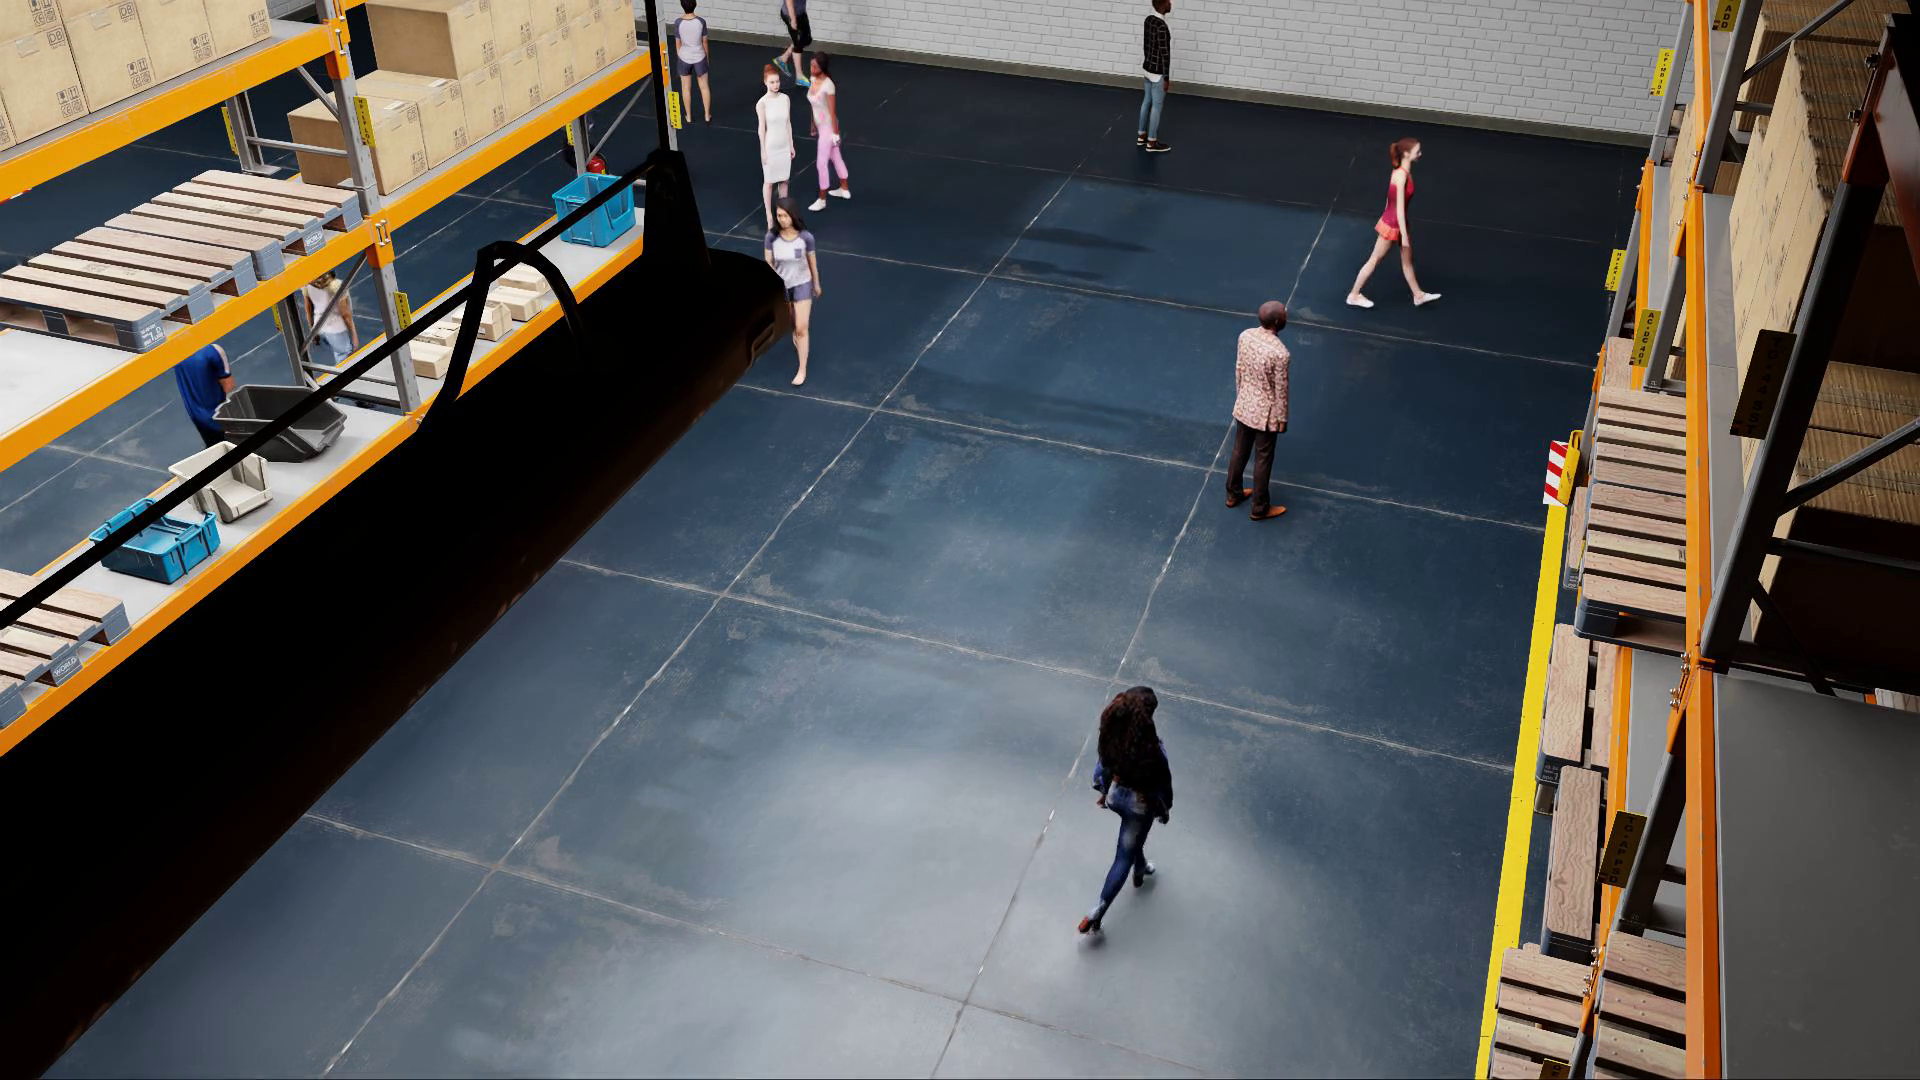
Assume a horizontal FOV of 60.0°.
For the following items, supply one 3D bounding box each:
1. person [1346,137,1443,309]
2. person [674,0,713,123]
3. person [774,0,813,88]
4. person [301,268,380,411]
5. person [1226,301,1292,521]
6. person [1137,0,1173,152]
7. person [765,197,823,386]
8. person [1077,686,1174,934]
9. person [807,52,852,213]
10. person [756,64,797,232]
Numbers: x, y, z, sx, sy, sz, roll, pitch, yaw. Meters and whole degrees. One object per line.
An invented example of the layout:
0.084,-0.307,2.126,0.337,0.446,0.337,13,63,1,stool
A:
4.053,-2.998,15.901,0.676,1.711,1.056,9,35,13,person
-3.291,-5.936,20.454,0.657,1.563,0.683,-7,34,-10,person
-2.194,-6.765,21.440,0.789,1.852,0.794,5,34,8,person
-5.275,-1.668,13.908,0.662,1.701,1.055,13,36,19,person
2.309,-1.008,12.818,0.792,1.808,0.774,-22,39,-29,person
2.295,-5.517,19.590,0.799,1.821,0.722,-12,35,-17,person
-1.480,-2.309,14.906,0.832,1.664,1.171,1,34,2,person
0.913,1.511,9.230,0.851,1.585,1.108,25,41,32,person
-1.412,-4.474,18.121,0.968,1.711,0.900,-14,36,-19,person
-1.934,-4.102,17.487,0.585,1.793,0.703,-24,41,-32,person
